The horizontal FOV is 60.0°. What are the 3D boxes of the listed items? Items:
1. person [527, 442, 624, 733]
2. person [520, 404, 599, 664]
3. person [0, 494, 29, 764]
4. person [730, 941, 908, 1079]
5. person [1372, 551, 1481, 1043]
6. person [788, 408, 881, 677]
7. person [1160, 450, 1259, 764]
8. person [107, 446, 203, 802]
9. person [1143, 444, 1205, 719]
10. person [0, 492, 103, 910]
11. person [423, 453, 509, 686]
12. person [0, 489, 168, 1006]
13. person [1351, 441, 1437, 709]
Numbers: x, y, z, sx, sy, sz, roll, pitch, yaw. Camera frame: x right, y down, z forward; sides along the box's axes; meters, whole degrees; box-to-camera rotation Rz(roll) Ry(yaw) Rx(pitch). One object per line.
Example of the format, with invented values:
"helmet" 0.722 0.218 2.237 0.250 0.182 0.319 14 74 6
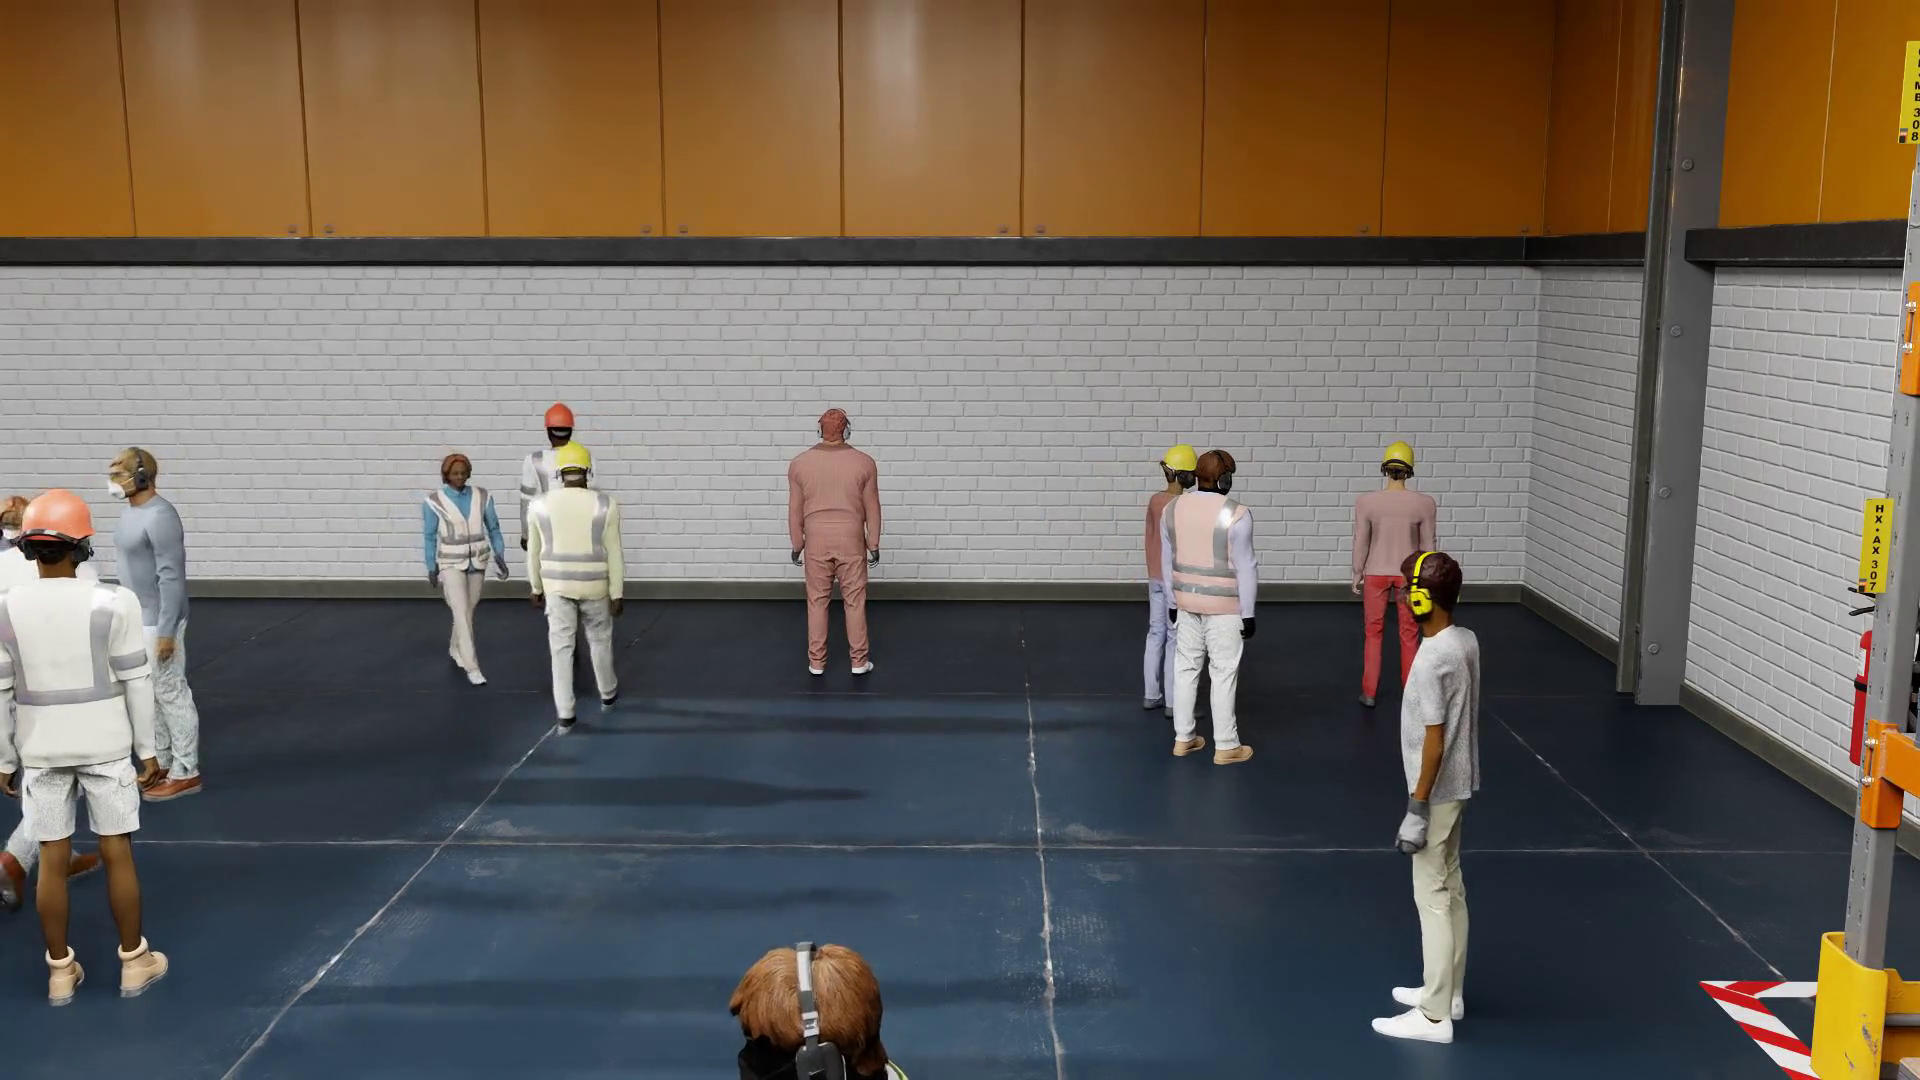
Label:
"person" -2.420 0.269 10.585 0.618 1.796 0.826 -1 10 -4
"person" -2.989 -0.071 12.411 0.550 1.872 1.036 -5 11 -28
"person" -5.438 0.497 9.799 0.529 1.597 0.730 2 10 14
"person" -0.208 1.555 2.799 0.429 1.833 0.633 -1 10 -9
"person" 1.766 0.961 6.250 0.335 1.865 0.519 6 11 32
"person" -0.879 0.019 11.763 0.652 1.906 0.402 0 9 1
"person" 1.478 0.388 9.745 0.632 1.843 0.429 8 13 41
"person" -4.406 0.450 9.088 0.355 1.936 0.635 -8 13 -41
"person" 1.393 0.263 10.717 0.328 1.767 0.532 -5 10 -25
"person" -4.174 0.730 7.523 0.647 1.910 0.754 2 10 13
"person" -3.512 0.176 11.747 0.521 1.599 0.849 -8 12 -40
"person" -3.488 0.817 6.567 0.605 2.045 0.380 -2 10 -14
"person" 2.834 0.235 10.889 0.535 1.767 0.317 2 10 12
